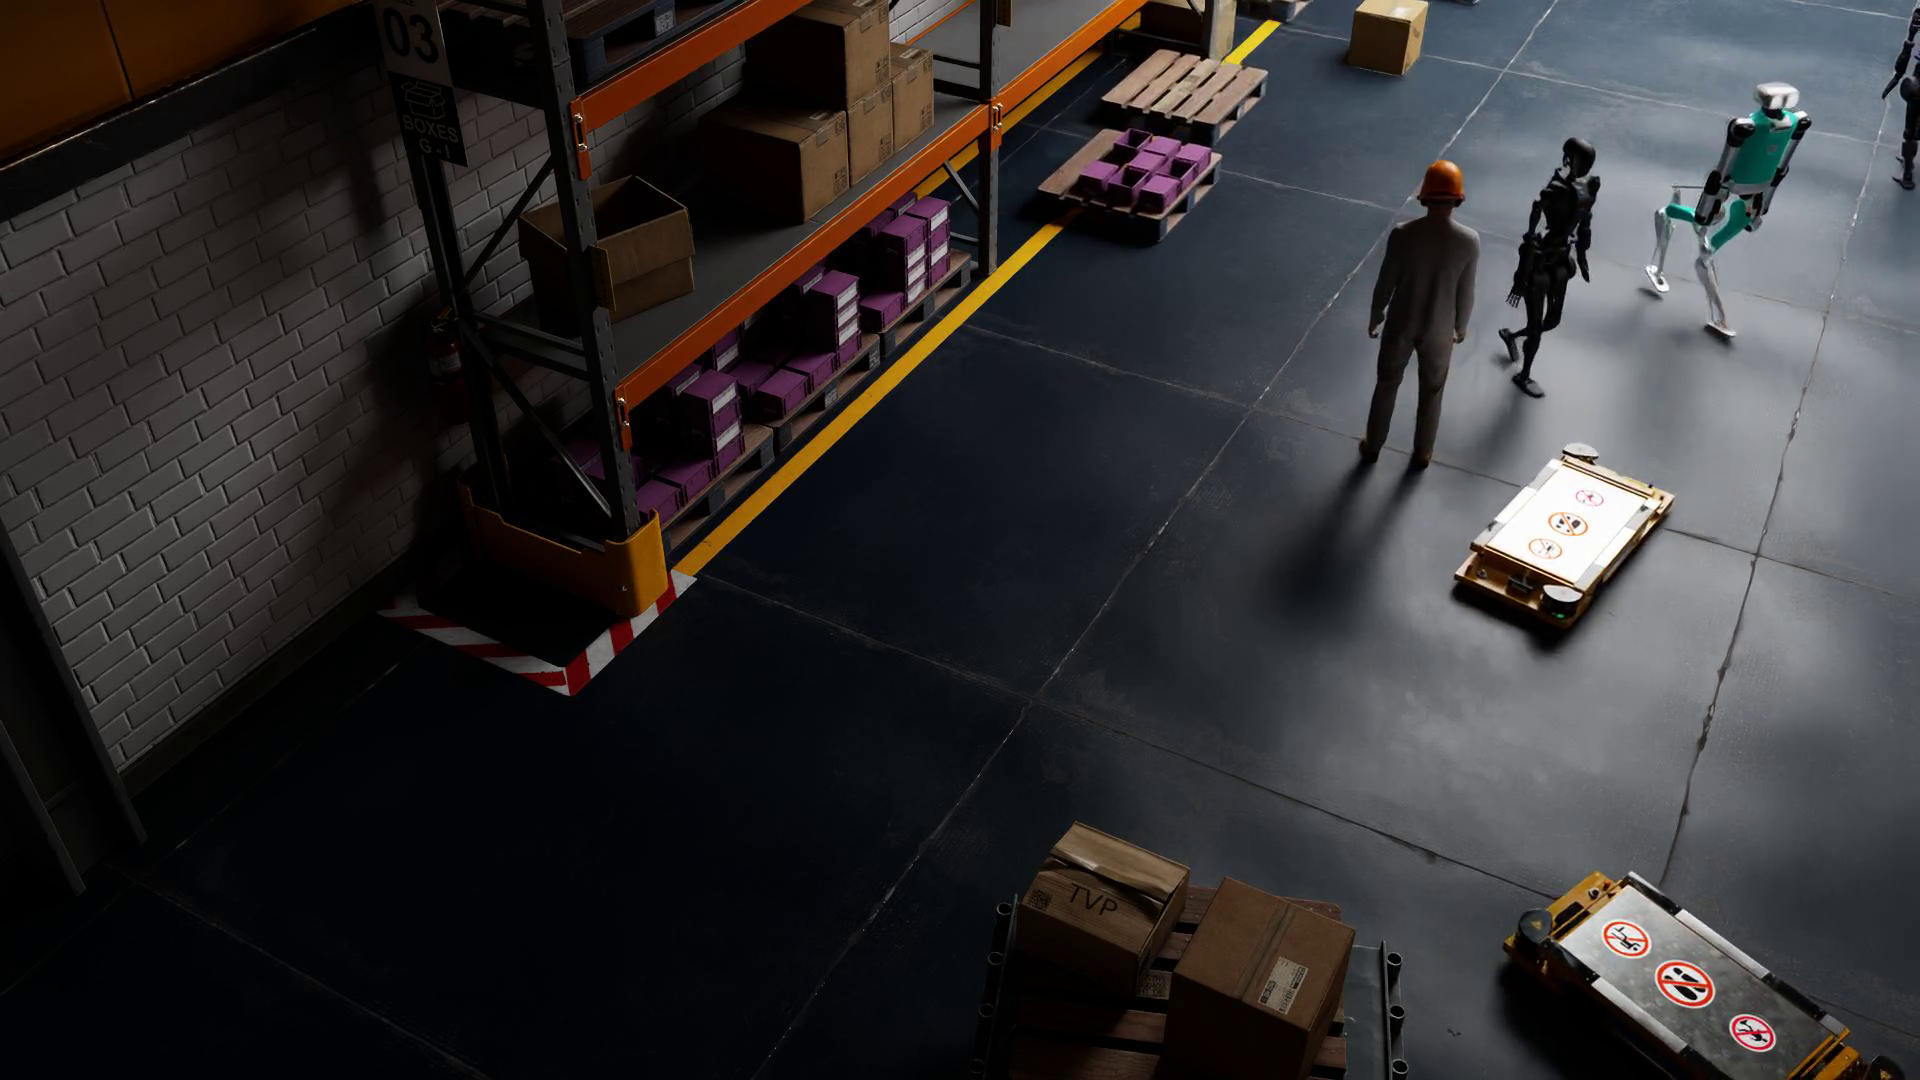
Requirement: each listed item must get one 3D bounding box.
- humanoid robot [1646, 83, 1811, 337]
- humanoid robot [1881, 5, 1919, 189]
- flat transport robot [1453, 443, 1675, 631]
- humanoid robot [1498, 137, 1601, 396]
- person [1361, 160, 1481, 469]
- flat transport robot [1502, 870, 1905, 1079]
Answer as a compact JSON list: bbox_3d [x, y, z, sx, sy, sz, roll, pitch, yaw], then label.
[{"bbox_3d":[4.940,-2.263,10.933,0.539,1.764,1.067,-9,39,-11],"label":"humanoid robot"},{"bbox_3d":[7.276,-3.486,12.460,0.589,1.641,0.533,-3,39,-3],"label":"humanoid robot"},{"bbox_3d":[3.395,-0.046,9.277,0.659,0.231,1.431,28,46,30],"label":"flat transport robot"},{"bbox_3d":[3.615,-1.721,10.260,0.616,1.649,0.582,-21,43,-24],"label":"humanoid robot"},{"bbox_3d":[2.630,-1.273,9.523,0.555,1.886,0.386,11,40,13],"label":"person"},{"bbox_3d":[3.014,1.933,6.803,0.659,0.231,1.431,-25,45,-28],"label":"flat transport robot"}]
